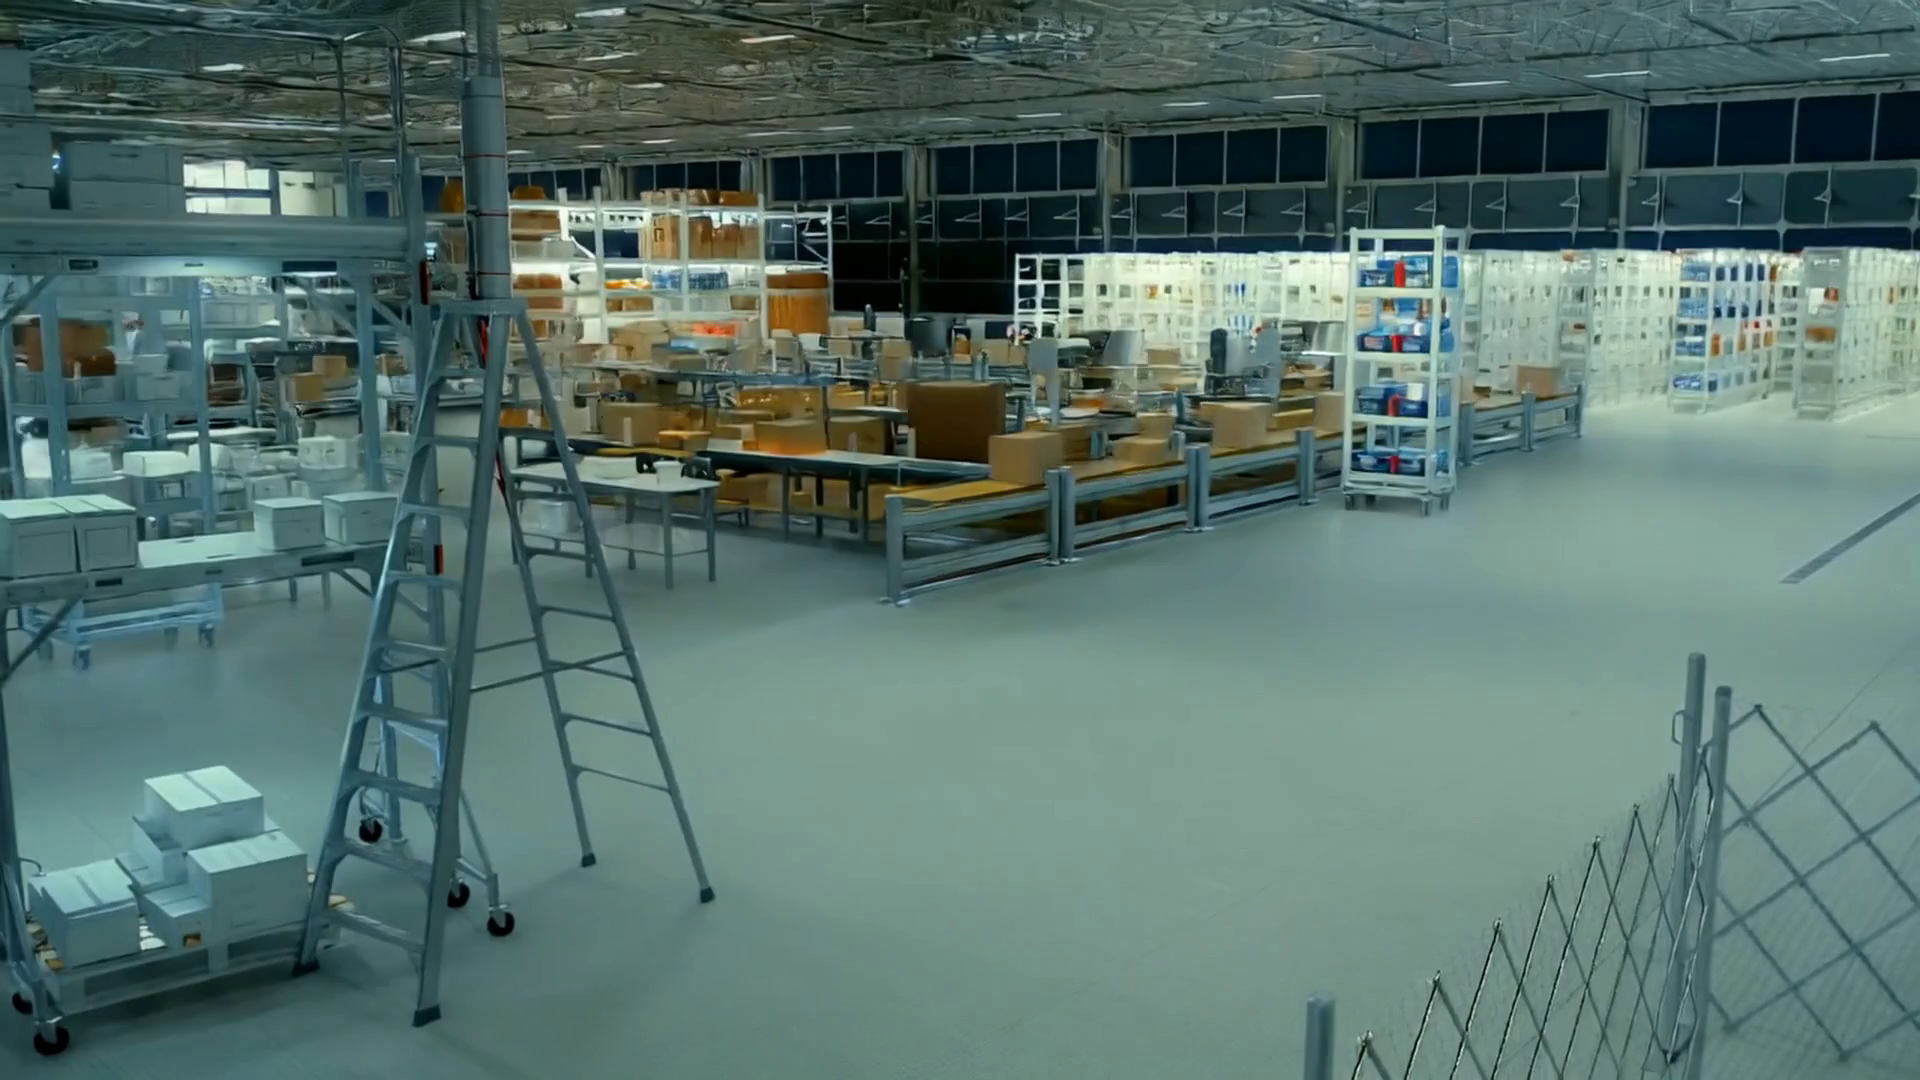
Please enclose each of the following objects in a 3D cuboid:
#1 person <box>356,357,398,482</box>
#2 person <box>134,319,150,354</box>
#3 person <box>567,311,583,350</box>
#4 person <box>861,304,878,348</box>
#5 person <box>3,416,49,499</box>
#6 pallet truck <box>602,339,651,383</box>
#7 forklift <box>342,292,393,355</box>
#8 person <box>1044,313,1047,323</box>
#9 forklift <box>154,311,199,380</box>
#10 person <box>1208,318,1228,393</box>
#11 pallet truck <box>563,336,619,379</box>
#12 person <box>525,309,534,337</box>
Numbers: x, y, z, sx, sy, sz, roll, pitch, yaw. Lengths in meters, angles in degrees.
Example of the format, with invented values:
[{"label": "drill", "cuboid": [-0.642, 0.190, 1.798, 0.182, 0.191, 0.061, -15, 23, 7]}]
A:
[{"label": "person", "cuboid": [-8.309, -1.687, 23.762, 0.517, 1.858, 0.402, -7, 11, -35]}, {"label": "person", "cuboid": [-19.895, -4.421, 40.553, 0.439, 1.936, 0.640, -3, 10, -20]}, {"label": "person", "cuboid": [-13.090, -6.871, 56.337, 0.716, 1.782, 0.450, 3, 10, 19]}, {"label": "person", "cuboid": [-3.437, -8.010, 63.149, 0.667, 1.878, 0.435, -3, 9, -15]}, {"label": "person", "cuboid": [-8.935, -0.410, 16.106, 0.484, 1.740, 0.535, -2, 9, -10]}, {"label": "pallet truck", "cuboid": [-8.991, -4.871, 45.351, 0.653, 1.274, 1.630, 7, 11, 37]}, {"label": "forklift", "cuboid": [-16.485, -5.622, 45.120, 1.129, 2.768, 1.873, 7, 11, 37]}, {"label": "person", "cuboid": [2.869, -6.825, 56.192, 0.741, 1.730, 0.565, 0, 9, 3]}, {"label": "forklift", "cuboid": [-20.865, -5.325, 43.264, 1.873, 2.768, 1.129, -5, 11, -30]}, {"label": "person", "cuboid": [6.526, -4.670, 42.209, 0.406, 1.906, 0.654, 7, 11, 37]}, {"label": "pallet truck", "cuboid": [-10.690, -5.294, 48.215, 1.601, 1.201, 0.680, -5, 10, -26]}, {"label": "person", "cuboid": [-15.403, -7.327, 59.235, 0.323, 1.765, 0.534, 7, 11, 37]}]
